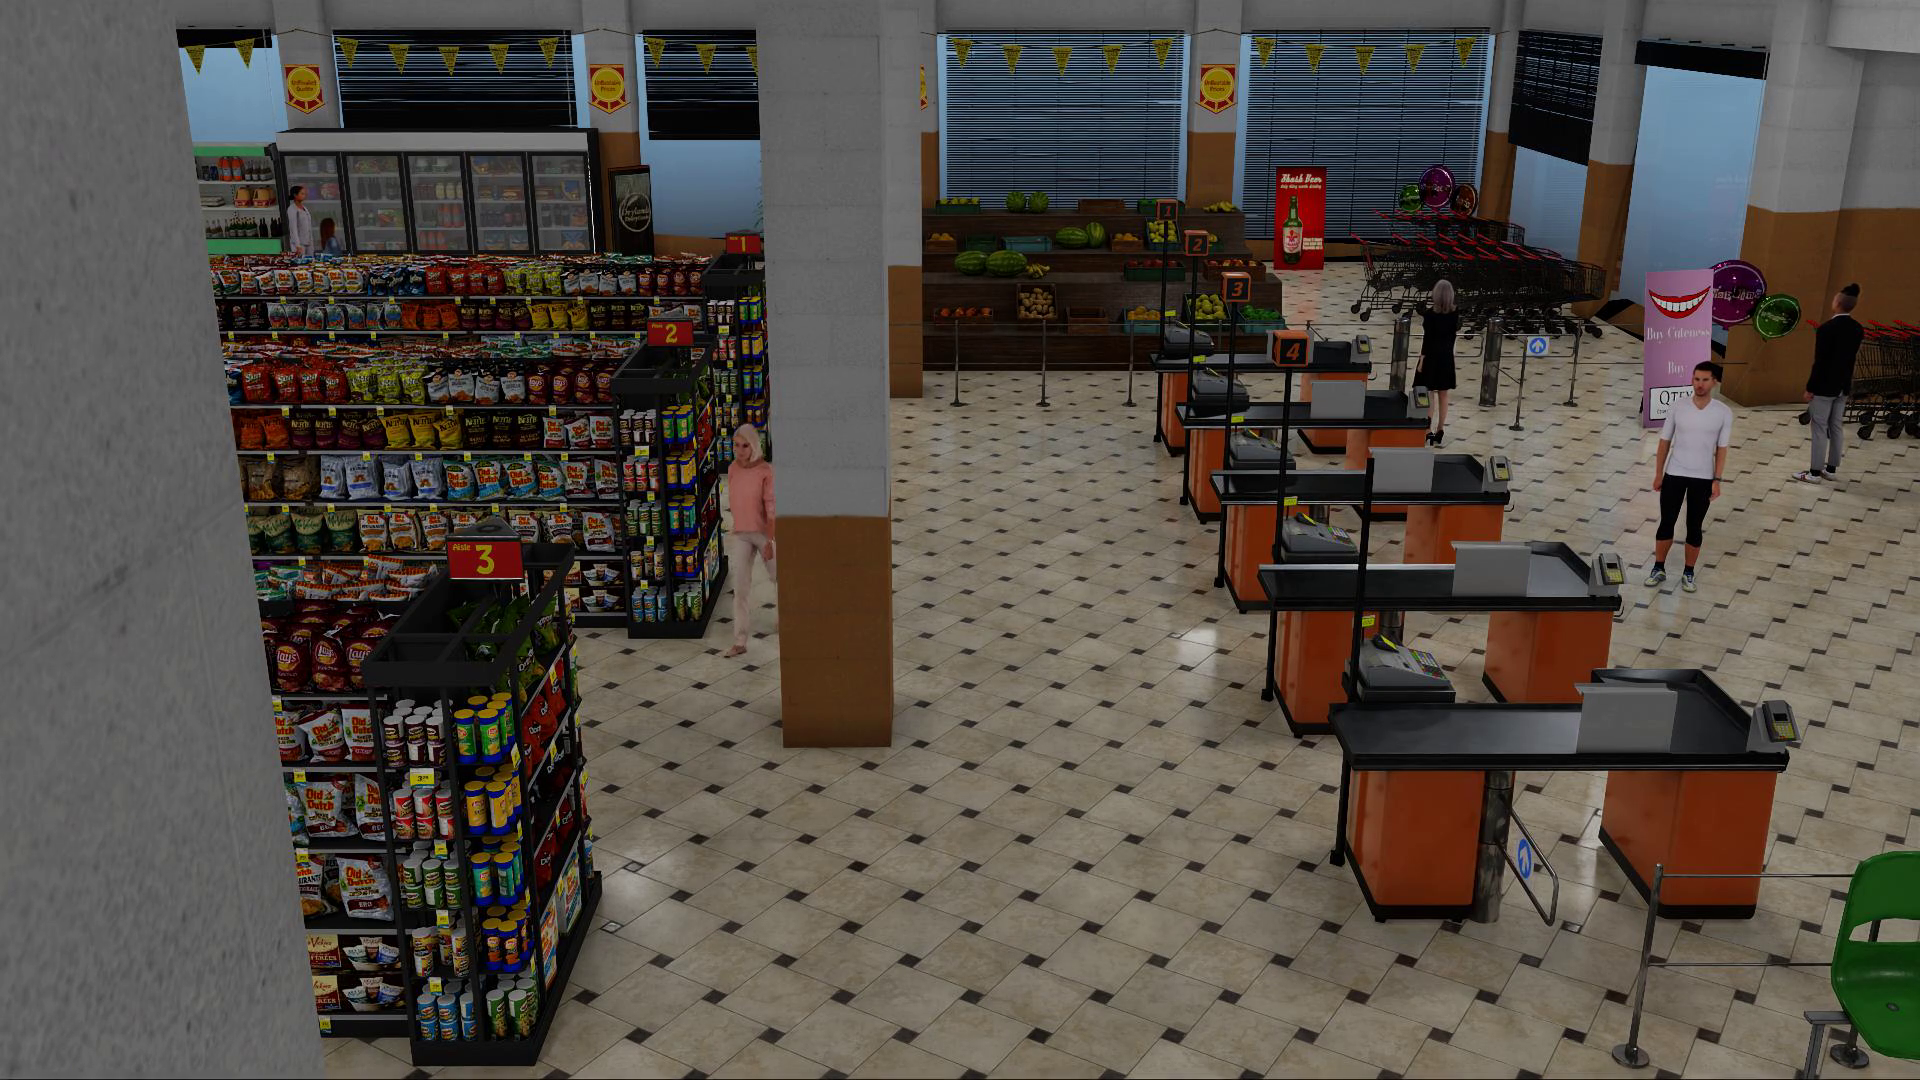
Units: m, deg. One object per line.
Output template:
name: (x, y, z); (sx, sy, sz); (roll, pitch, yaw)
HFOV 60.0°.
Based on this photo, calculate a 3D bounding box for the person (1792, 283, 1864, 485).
person: (8.442, -1.520, 16.102); (0.683, 1.949, 0.851); (-8, 20, -22)

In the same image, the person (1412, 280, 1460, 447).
person: (5.002, -1.867, 17.449); (0.624, 1.747, 0.738); (-7, 20, -21)

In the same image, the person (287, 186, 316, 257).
person: (-10.043, -4.522, 25.340); (0.595, 1.735, 0.652); (3, 19, 8)

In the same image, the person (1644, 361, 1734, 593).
person: (5.832, -0.524, 13.301); (0.674, 1.852, 0.809); (9, 21, 25)

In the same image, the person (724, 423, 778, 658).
person: (-1.430, 0.020, 12.156); (1.194, 1.552, 0.972); (7, 20, 20)

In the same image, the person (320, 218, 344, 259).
person: (-8.960, -3.869, 23.809); (0.678, 1.475, 0.642); (-14, 23, -36)
